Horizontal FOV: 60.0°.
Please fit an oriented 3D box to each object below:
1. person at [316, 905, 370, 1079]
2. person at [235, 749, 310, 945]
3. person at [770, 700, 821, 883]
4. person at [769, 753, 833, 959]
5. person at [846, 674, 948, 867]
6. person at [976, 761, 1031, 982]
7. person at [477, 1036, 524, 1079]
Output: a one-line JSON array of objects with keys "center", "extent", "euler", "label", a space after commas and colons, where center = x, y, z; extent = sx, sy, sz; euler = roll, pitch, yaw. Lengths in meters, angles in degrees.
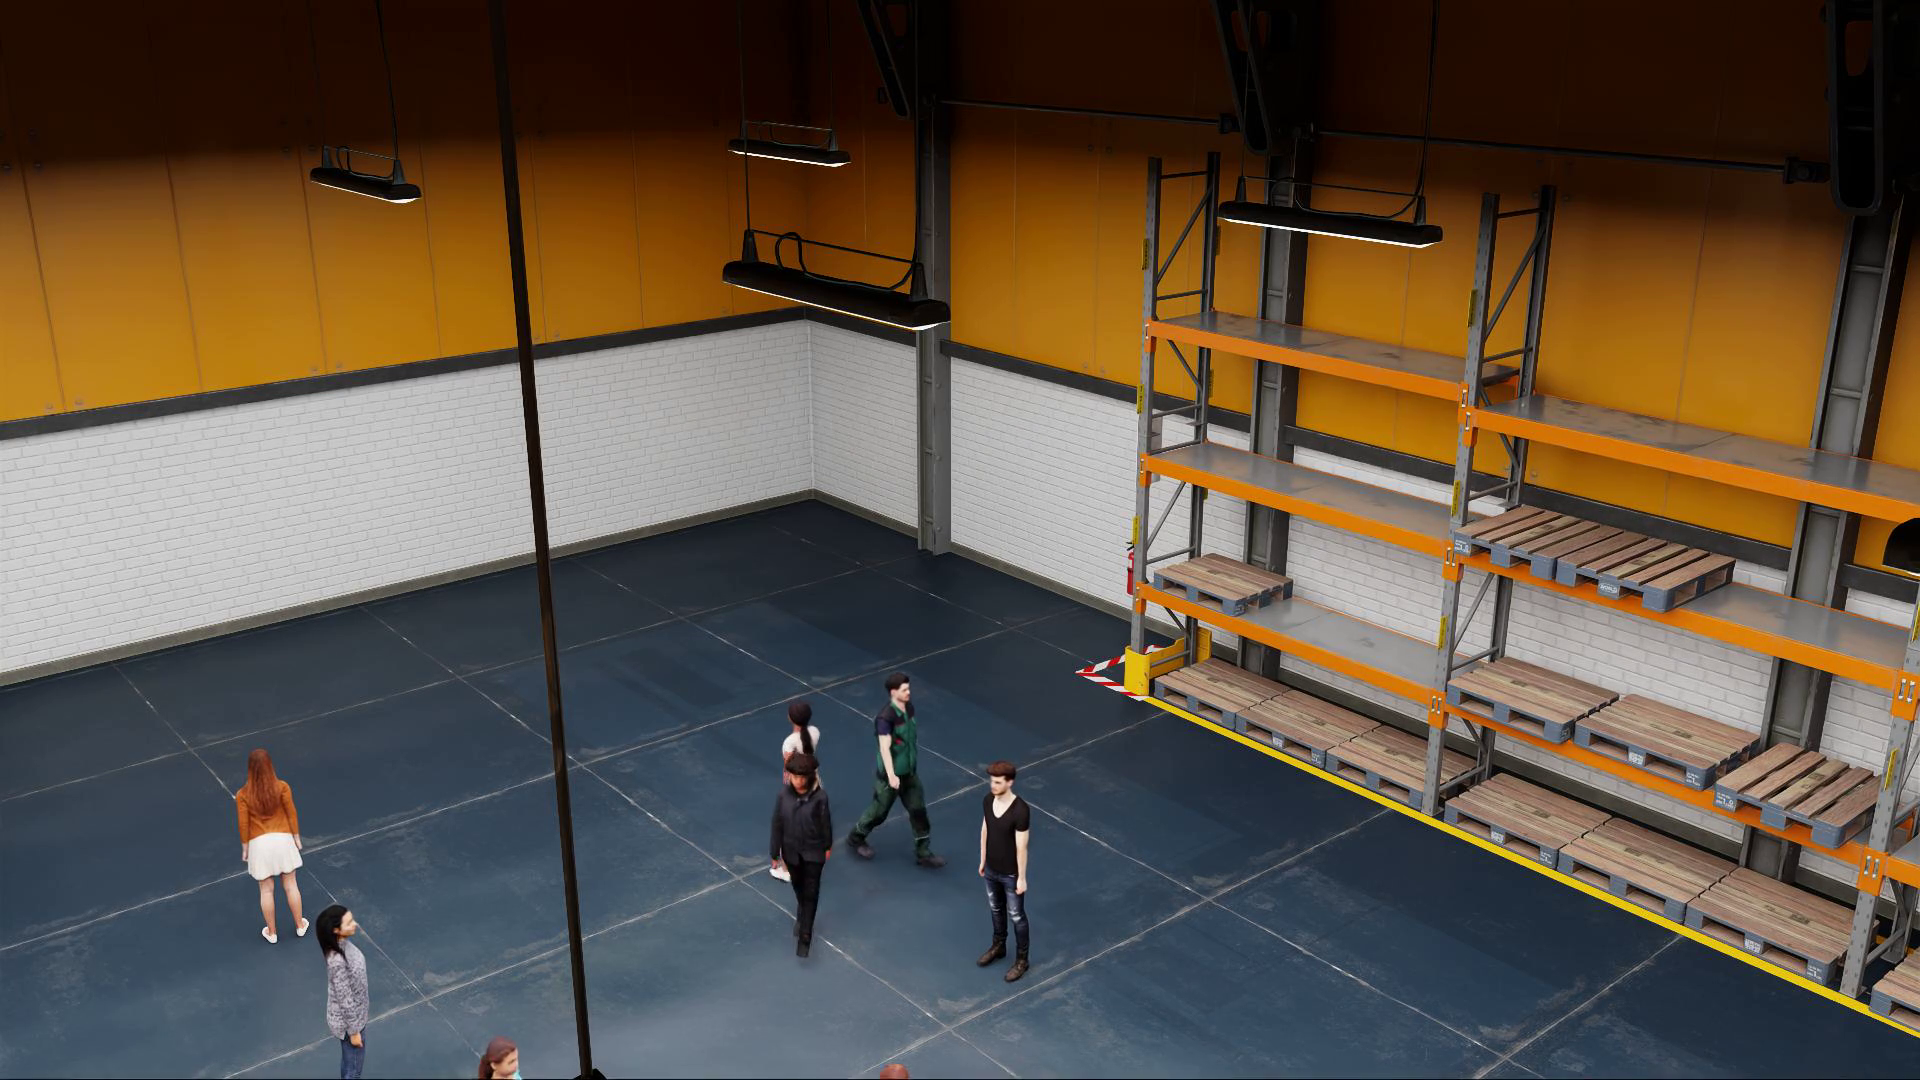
[{"center": [-4.294, 3.330, 11.664], "extent": [0.730, 1.733, 0.570], "euler": [-7, 20, -20], "label": "person"}, {"center": [-5.784, 2.562, 13.964], "extent": [0.678, 1.720, 0.639], "euler": [-9, 21, -25], "label": "person"}, {"center": [-1.364, 2.240, 14.895], "extent": [0.622, 1.736, 0.636], "euler": [15, 24, 37], "label": "person"}, {"center": [-1.303, 2.553, 13.971], "extent": [1.067, 1.733, 1.108], "euler": [3, 19, 8], "label": "person"}, {"center": [-0.670, 2.100, 15.113], "extent": [1.322, 1.862, 0.977], "euler": [10, 21, 28], "label": "person"}, {"center": [0.379, 2.637, 13.471], "extent": [0.728, 1.892, 0.511], "euler": [-18, 25, -42], "label": "person"}, {"center": [-2.930, 3.817, 10.511], "extent": [0.895, 1.545, 0.798], "euler": [5, 19, 13], "label": "person"}]
